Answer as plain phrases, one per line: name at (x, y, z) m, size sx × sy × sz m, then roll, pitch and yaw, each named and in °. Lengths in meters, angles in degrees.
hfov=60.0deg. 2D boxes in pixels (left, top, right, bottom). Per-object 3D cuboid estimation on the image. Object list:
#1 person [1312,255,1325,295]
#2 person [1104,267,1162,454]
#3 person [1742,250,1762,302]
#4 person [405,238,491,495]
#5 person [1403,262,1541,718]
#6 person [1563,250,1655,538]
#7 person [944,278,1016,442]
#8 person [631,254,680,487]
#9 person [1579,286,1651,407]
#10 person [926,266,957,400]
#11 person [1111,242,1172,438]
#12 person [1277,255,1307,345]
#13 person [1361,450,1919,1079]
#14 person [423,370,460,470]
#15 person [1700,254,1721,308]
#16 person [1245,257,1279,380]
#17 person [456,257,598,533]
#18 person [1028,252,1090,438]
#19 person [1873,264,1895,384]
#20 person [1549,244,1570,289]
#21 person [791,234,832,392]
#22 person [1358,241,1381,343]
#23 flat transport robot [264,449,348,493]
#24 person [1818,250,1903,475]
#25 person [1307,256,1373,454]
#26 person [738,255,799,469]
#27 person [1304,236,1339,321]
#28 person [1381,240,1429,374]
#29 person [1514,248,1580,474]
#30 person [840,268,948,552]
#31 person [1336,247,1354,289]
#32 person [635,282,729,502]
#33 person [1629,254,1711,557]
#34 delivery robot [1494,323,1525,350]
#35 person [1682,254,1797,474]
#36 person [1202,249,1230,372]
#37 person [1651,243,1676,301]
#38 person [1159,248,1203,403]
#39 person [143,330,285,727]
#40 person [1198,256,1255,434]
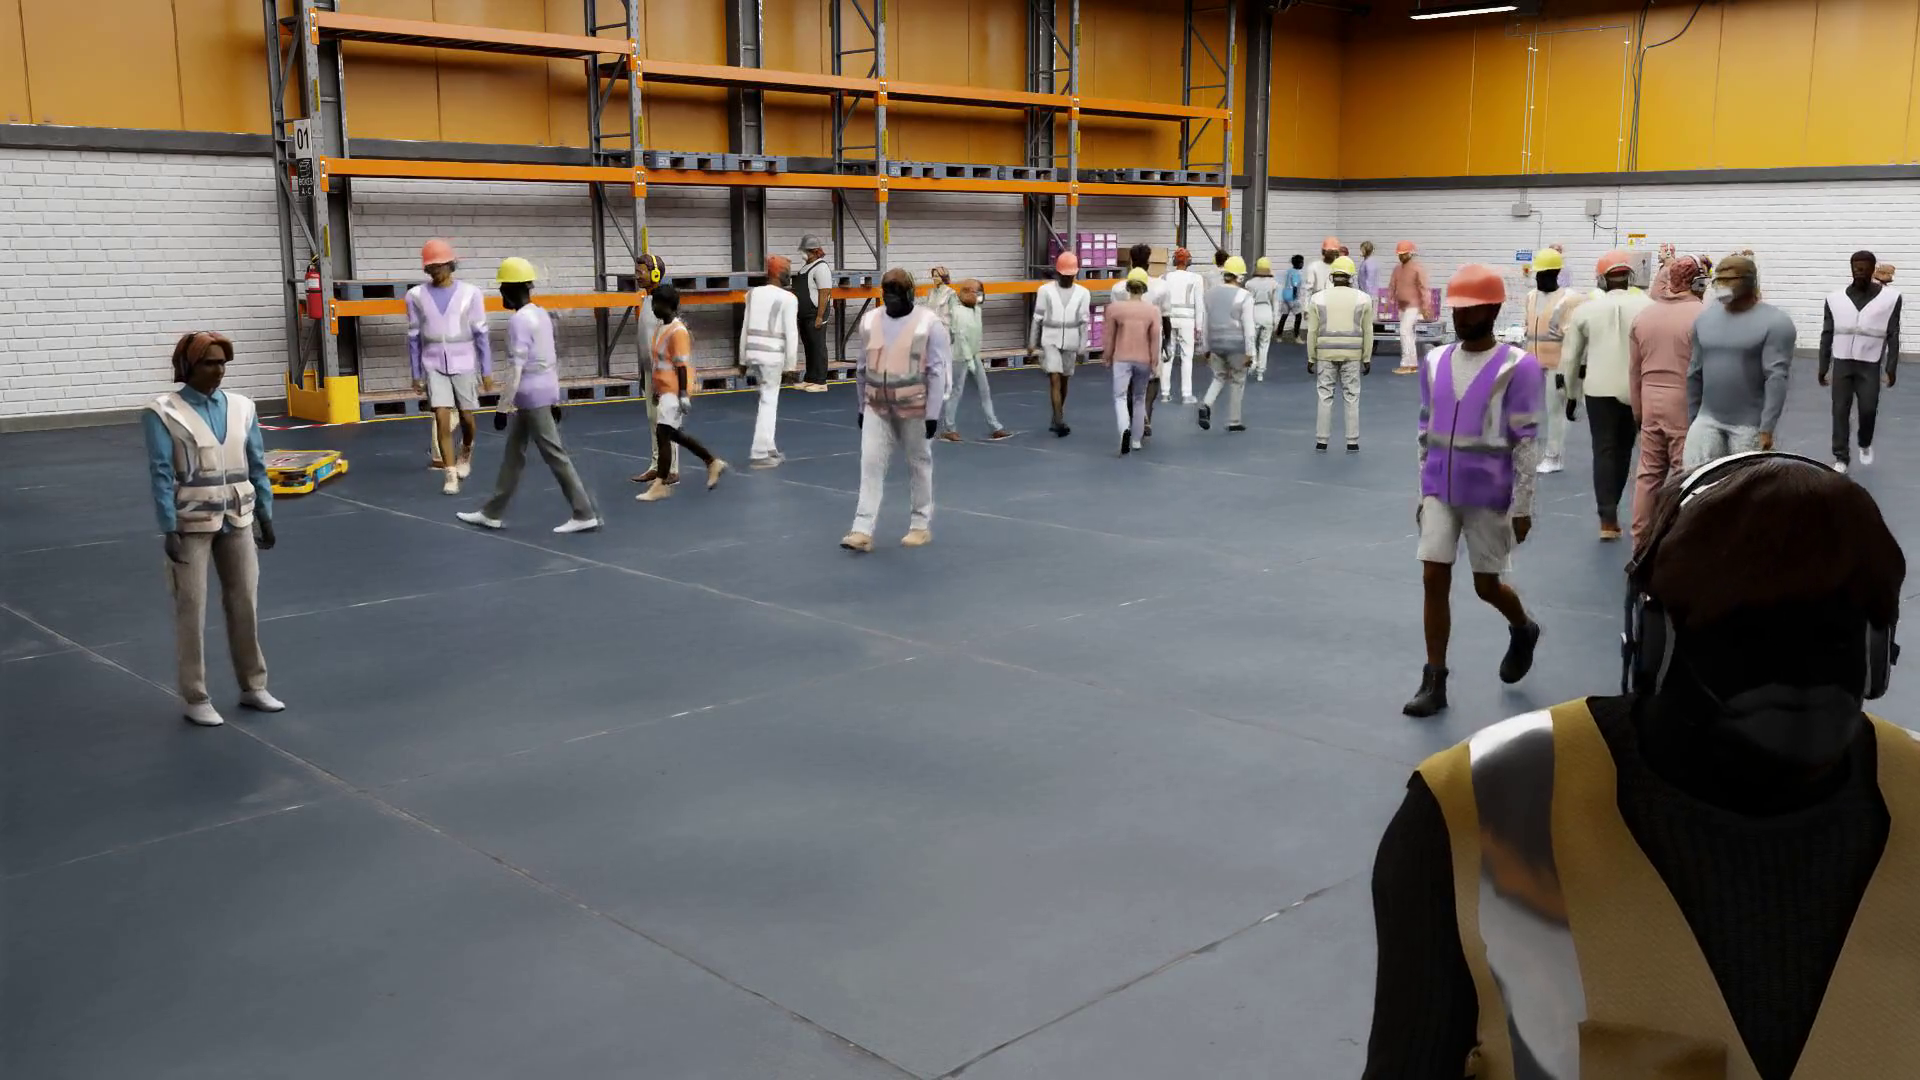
person at (6.582, -4.318, 29.884) m, size 0.557 × 1.748 × 0.386 m, roll -1°, pitch 10°, yaw -5°
person at (1.604, -1.659, 15.424) m, size 0.520 × 1.735 × 0.755 m, roll 0°, pitch 10°, yaw 1°
person at (12.205, -3.620, 25.947) m, size 0.526 × 1.802 × 0.959 m, roll -3°, pitch 11°, yaw -17°
person at (-4.058, -1.398, 13.267) m, size 0.623 × 2.012 × 0.908 m, roll -2°, pitch 11°, yaw -10°
person at (2.225, -0.223, 7.119) m, size 0.796 × 1.916 × 0.548 m, roll -10°, pitch 14°, yaw -42°
person at (4.447, -0.999, 11.343) m, size 0.625 × 1.906 × 1.062 m, roll 3°, pitch 11°, yaw 17°
person at (0.162, -1.725, 16.142) m, size 0.785 × 1.599 × 0.507 m, roll 7°, pitch 12°, yaw 32°
person at (-2.472, -1.367, 13.463) m, size 0.328 × 1.873 × 0.521 m, roll -7°, pitch 12°, yaw -32°
person at (5.835, -1.598, 14.855) m, size 0.652 × 1.823 × 0.478 m, roll -1°, pitch 10°, yaw -5°
person at (-0.228, -2.559, 20.586) m, size 0.314 × 1.642 × 0.514 m, roll -10°, pitch 14°, yaw -43°
person at (1.780, -1.955, 16.439) m, size 0.623 × 1.953 × 0.634 m, roll 2°, pitch 11°, yaw 12°
person at (6.164, -4.430, 30.723) m, size 0.573 × 1.658 × 0.594 m, roll -1°, pitch 10°, yaw -4°
person at (0.684, 0.829, 1.572) m, size 0.637 × 1.840 × 0.429 m, roll 2°, pitch 11°, yaw 8°
person at (-4.433, -1.391, 14.274) m, size 0.364 × 1.610 × 0.526 m, roll -1°, pitch 10°, yaw -6°
person at (6.831, -1.748, 15.622) m, size 0.542 × 1.838 × 0.706 m, roll 7°, pitch 13°, yaw 35°
person at (4.196, -3.076, 23.210) m, size 0.492 × 1.724 × 0.440 m, roll 1°, pitch 10°, yaw 5°
person at (-2.942, -0.968, 11.271) m, size 0.997 × 1.872 × 0.629 m, roll -1°, pitch 10°, yaw -3°
person at (1.013, -1.979, 16.867) m, size 0.598 × 1.857 × 1.014 m, roll -1°, pitch 10°, yaw -8°
person at (12.643, -2.969, 22.849) m, size 0.267 × 1.633 × 0.507 m, roll 7°, pitch 13°, yaw 34°
person at (10.088, -4.075, 28.265) m, size 0.976 × 1.856 × 0.657 m, roll 6°, pitch 12°, yaw 28°
person at (-1.957, -2.947, 21.612) m, size 0.538 × 2.000 × 0.684 m, roll -5°, pitch 12°, yaw -26°
person at (7.159, -4.284, 29.209) m, size 0.549 × 1.925 × 0.655 m, roll 2°, pitch 11°, yaw 11°
flat transport robot at (-5.458, -0.563, 13.442) m, size 0.652 × 0.197 × 1.431 m, roll -1°, pitch 10°, yaw -7°
person at (7.620, -1.502, 14.117) m, size 0.608 × 1.898 × 0.548 m, roll 8°, pitch 13°, yaw 37°
person at (3.527, -1.716, 15.471) m, size 0.600 × 1.829 × 0.404 m, roll 2°, pitch 11°, yaw 12°
person at (-1.645, -1.559, 14.574) m, size 0.601 × 1.849 × 0.659 m, roll 8°, pitch 13°, yaw 38°
person at (5.240, -3.323, 23.721) m, size 0.614 × 2.019 × 0.740 m, roll 4°, pitch 11°, yaw 22°
person at (6.502, -3.403, 24.346) m, size 0.760 × 1.953 × 0.616 m, roll -5°, pitch 11°, yaw -23°
person at (4.881, -1.493, 14.039) m, size 0.679 × 1.902 × 0.623 m, roll -5°, pitch 12°, yaw -25°
person at (-0.436, -0.809, 10.589) m, size 0.653 × 1.805 × 0.875 m, roll 4°, pitch 11°, yaw 22°
person at (6.997, -4.463, 30.515) m, size 0.435 × 1.811 × 0.613 m, roll -5°, pitch 12°, yaw -26°
person at (-2.166, -1.150, 12.816) m, size 0.750 × 1.667 × 0.531 m, roll -5°, pitch 11°, yaw -24°
person at (4.347, -0.758, 10.042) m, size 0.405 × 1.911 × 0.636 m, roll -5°, pitch 12°, yaw -26°
delivery robot at (9.261, -3.378, 27.762) m, size 0.477 × 0.478 × 0.707 m, roll -4°, pitch 11°, yaw -23°
person at (4.319, -0.636, 9.349) m, size 0.667 × 1.911 × 0.666 m, roll -8°, pitch 13°, yaw -36°
person at (3.781, -3.316, 24.197) m, size 0.539 × 1.838 × 0.924 m, roll 4°, pitch 11°, yaw 21°
person at (10.719, -3.553, 25.321) m, size 0.402 × 1.901 × 0.647 m, roll 2°, pitch 11°, yaw 13°
person at (2.659, -2.593, 20.172) m, size 0.587 × 1.872 × 0.377 m, roll 6°, pitch 12°, yaw 28°
person at (-3.110, -0.050, 6.932) m, size 0.320 × 1.636 × 0.527 m, roll 7°, pitch 12°, yaw 33°
person at (2.707, -1.965, 16.868) m, size 0.606 × 1.811 × 0.565 m, roll 9°, pitch 14°, yaw 41°
